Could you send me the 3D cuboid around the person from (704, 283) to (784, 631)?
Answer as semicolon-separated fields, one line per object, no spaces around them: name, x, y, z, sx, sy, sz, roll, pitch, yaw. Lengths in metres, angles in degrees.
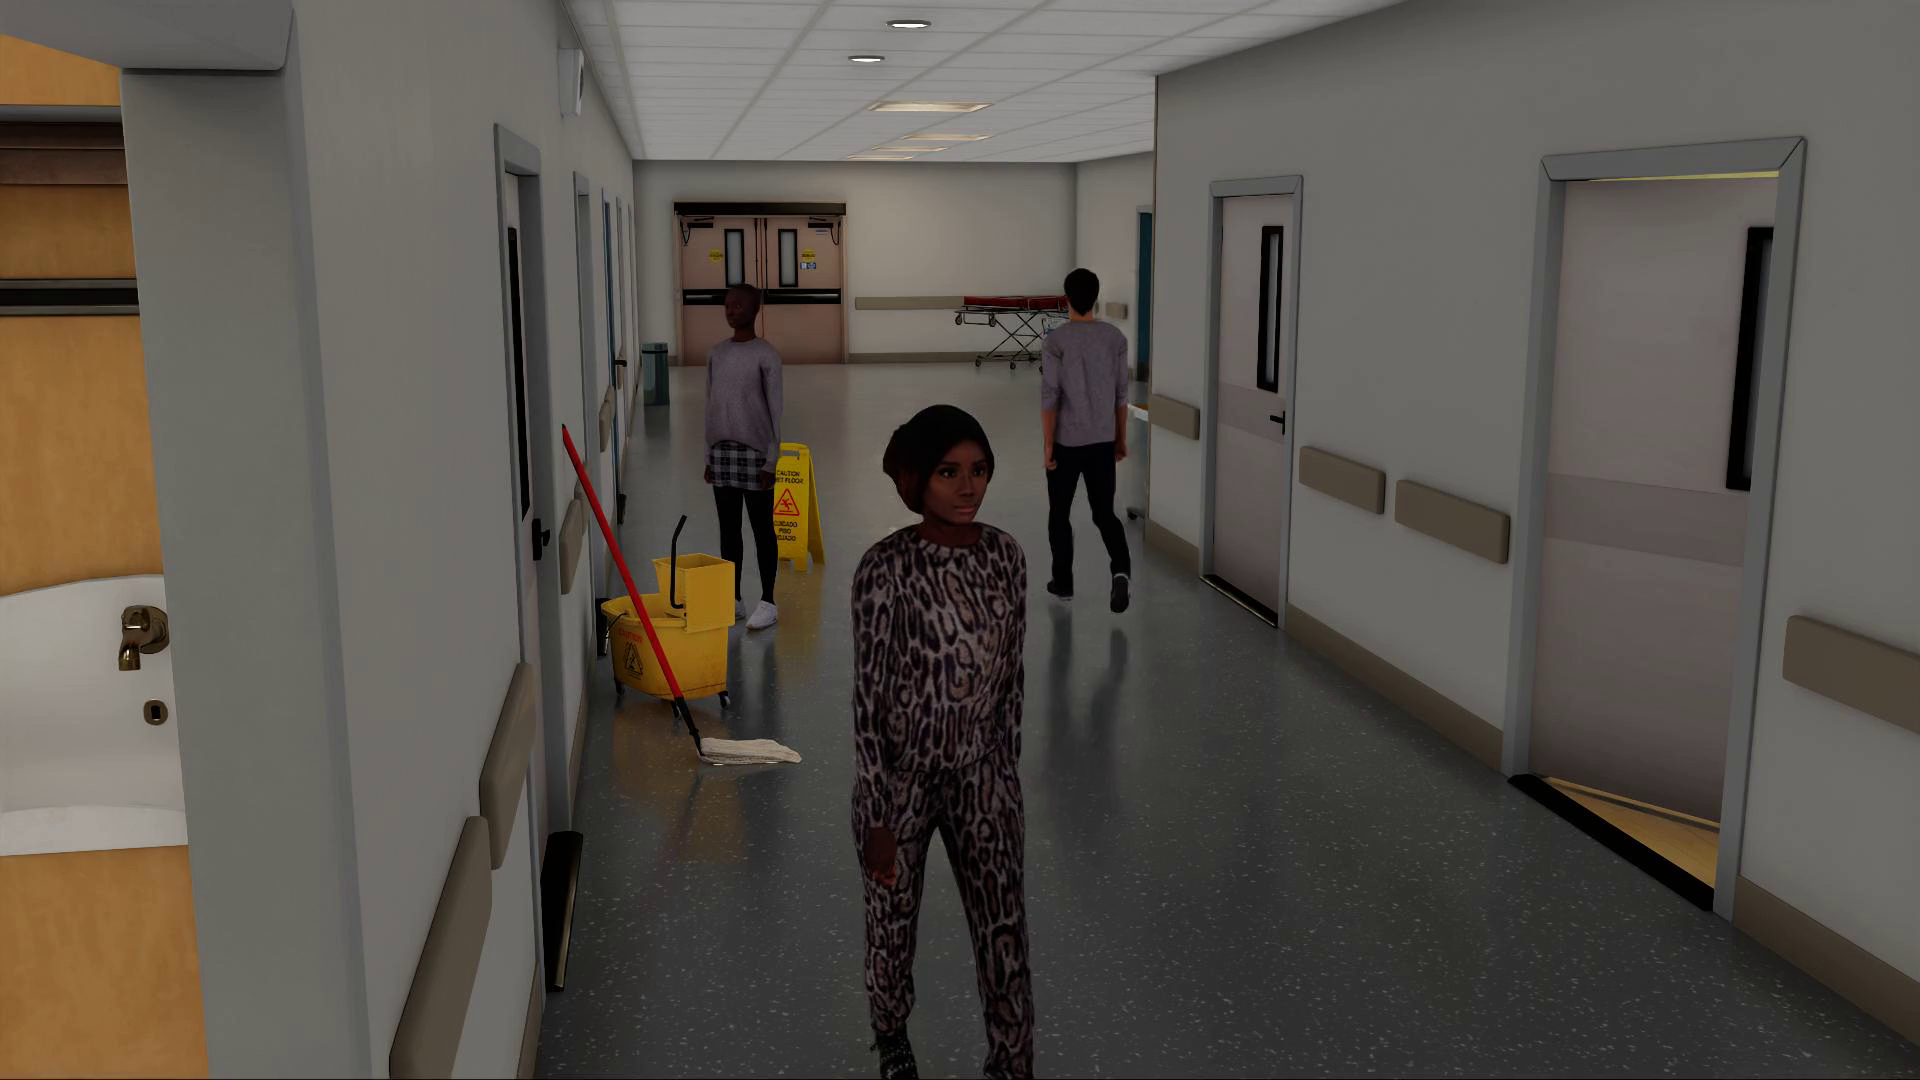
person;-1.114;-0.438;8.632;0.699;1.772;0.729;5;12;26

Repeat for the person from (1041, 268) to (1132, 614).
person;0.695;-0.501;8.853;0.730;1.814;1.096;-3;11;-16

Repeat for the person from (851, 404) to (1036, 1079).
person;-0.083;0.554;3.672;0.670;1.672;0.998;-4;11;-18
